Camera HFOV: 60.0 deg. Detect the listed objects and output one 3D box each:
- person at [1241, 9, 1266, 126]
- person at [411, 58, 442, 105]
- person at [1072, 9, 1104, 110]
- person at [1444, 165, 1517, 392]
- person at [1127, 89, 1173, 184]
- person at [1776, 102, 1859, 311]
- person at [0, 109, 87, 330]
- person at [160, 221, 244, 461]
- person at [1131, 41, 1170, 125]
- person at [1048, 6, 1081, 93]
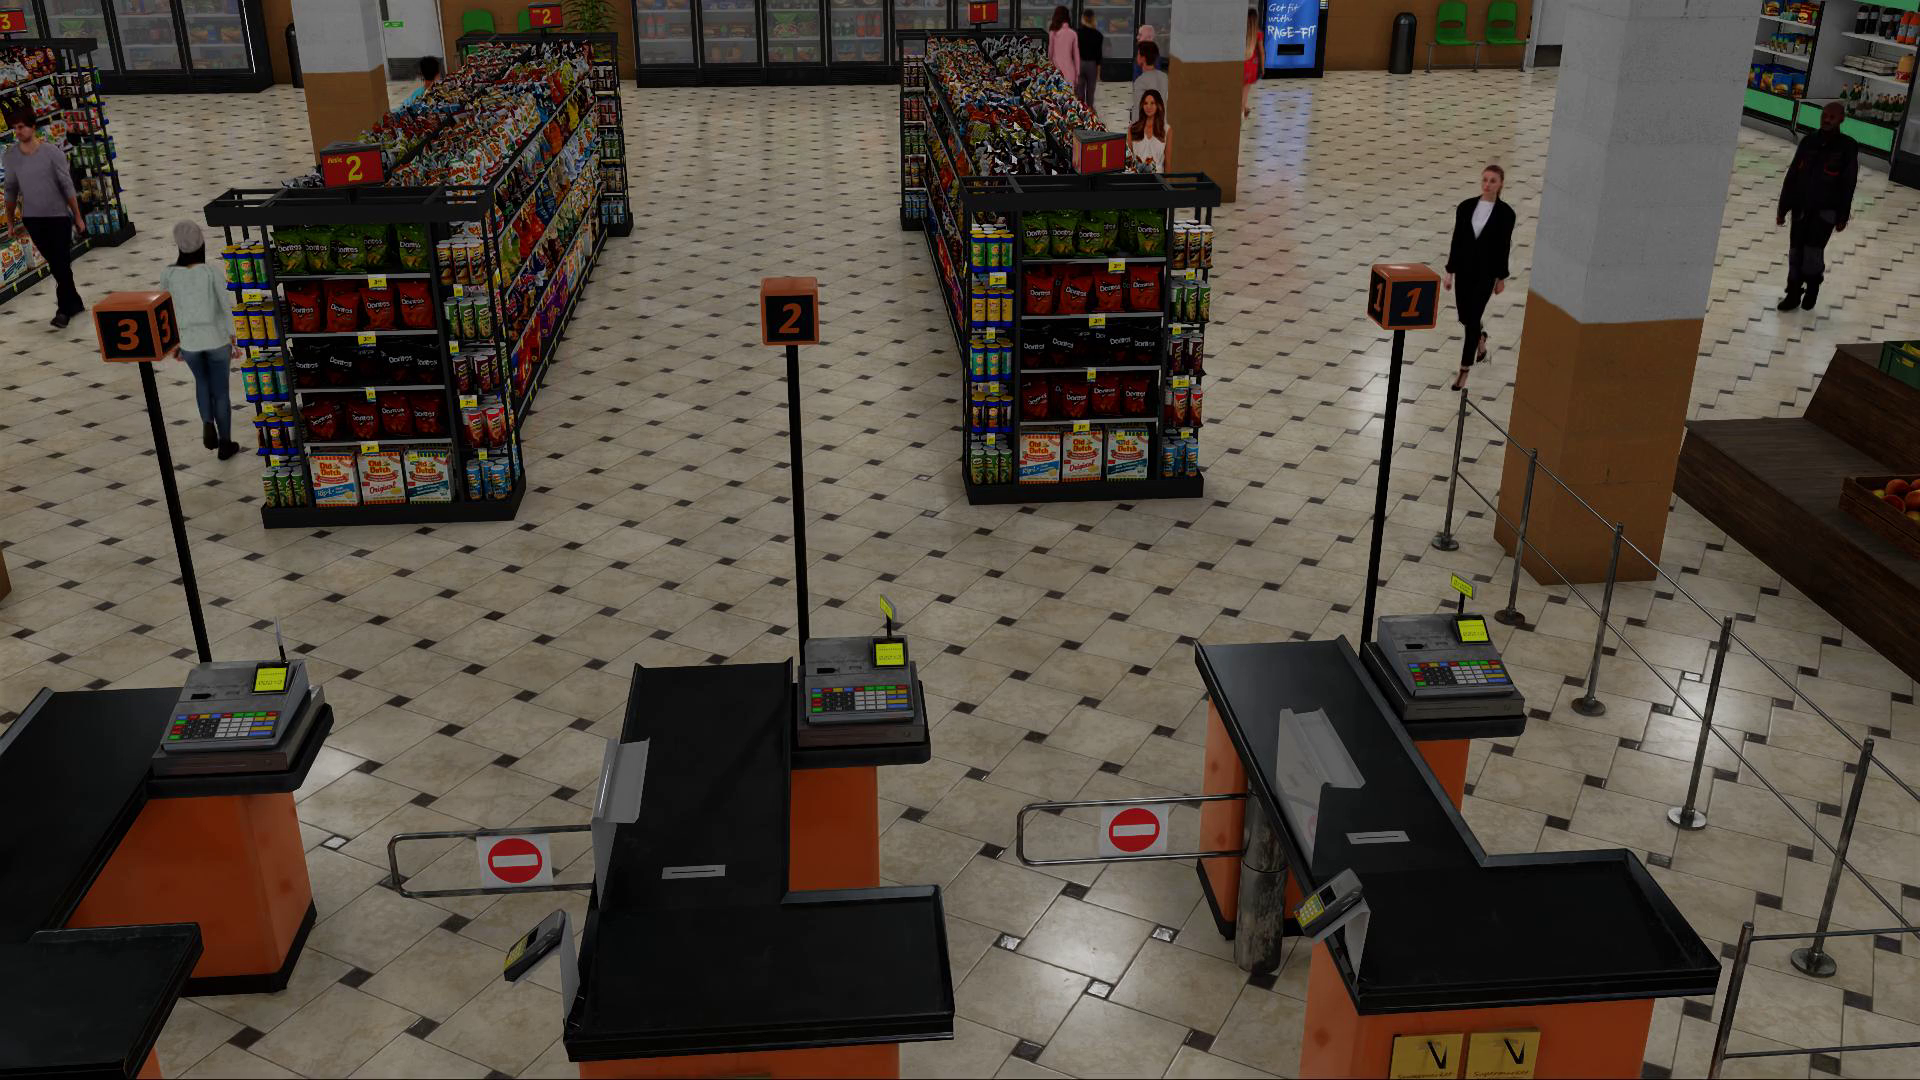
[{"bbox_3d":[3.976,-6.551,23.181,0.905,1.552,1.113,10,26,22],"label":"person"},{"bbox_3d":[-5.394,-4.050,17.230,0.726,1.740,1.167,0,24,1],"label":"person"},{"bbox_3d":[1.681,-6.251,22.415,0.584,1.618,1.013,-2,24,-4],"label":"person"},{"bbox_3d":[3.939,-1.999,12.619,1.017,1.681,1.096,17,29,34],"label":"person"},{"bbox_3d":[1.721,-3.240,15.325,0.655,1.784,0.624,5,24,12],"label":"person"},{"bbox_3d":[7.532,-2.916,14.556,0.947,1.808,0.870,-20,30,-38],"label":"person"},{"bbox_3d":[-7.708,-2.737,14.144,0.748,1.810,1.069,0,24,-1],"label":"person"},{"bbox_3d":[-5.054,-1.298,11.075,0.589,1.634,0.630,-3,24,-7],"label":"person"},{"bbox_3d":[2.060,-4.282,17.576,0.891,1.889,0.834,20,30,37],"label":"person"},{"bbox_3d":[1.328,-5.966,21.575,0.701,1.768,1.032,-4,24,-9],"label":"person"}]
